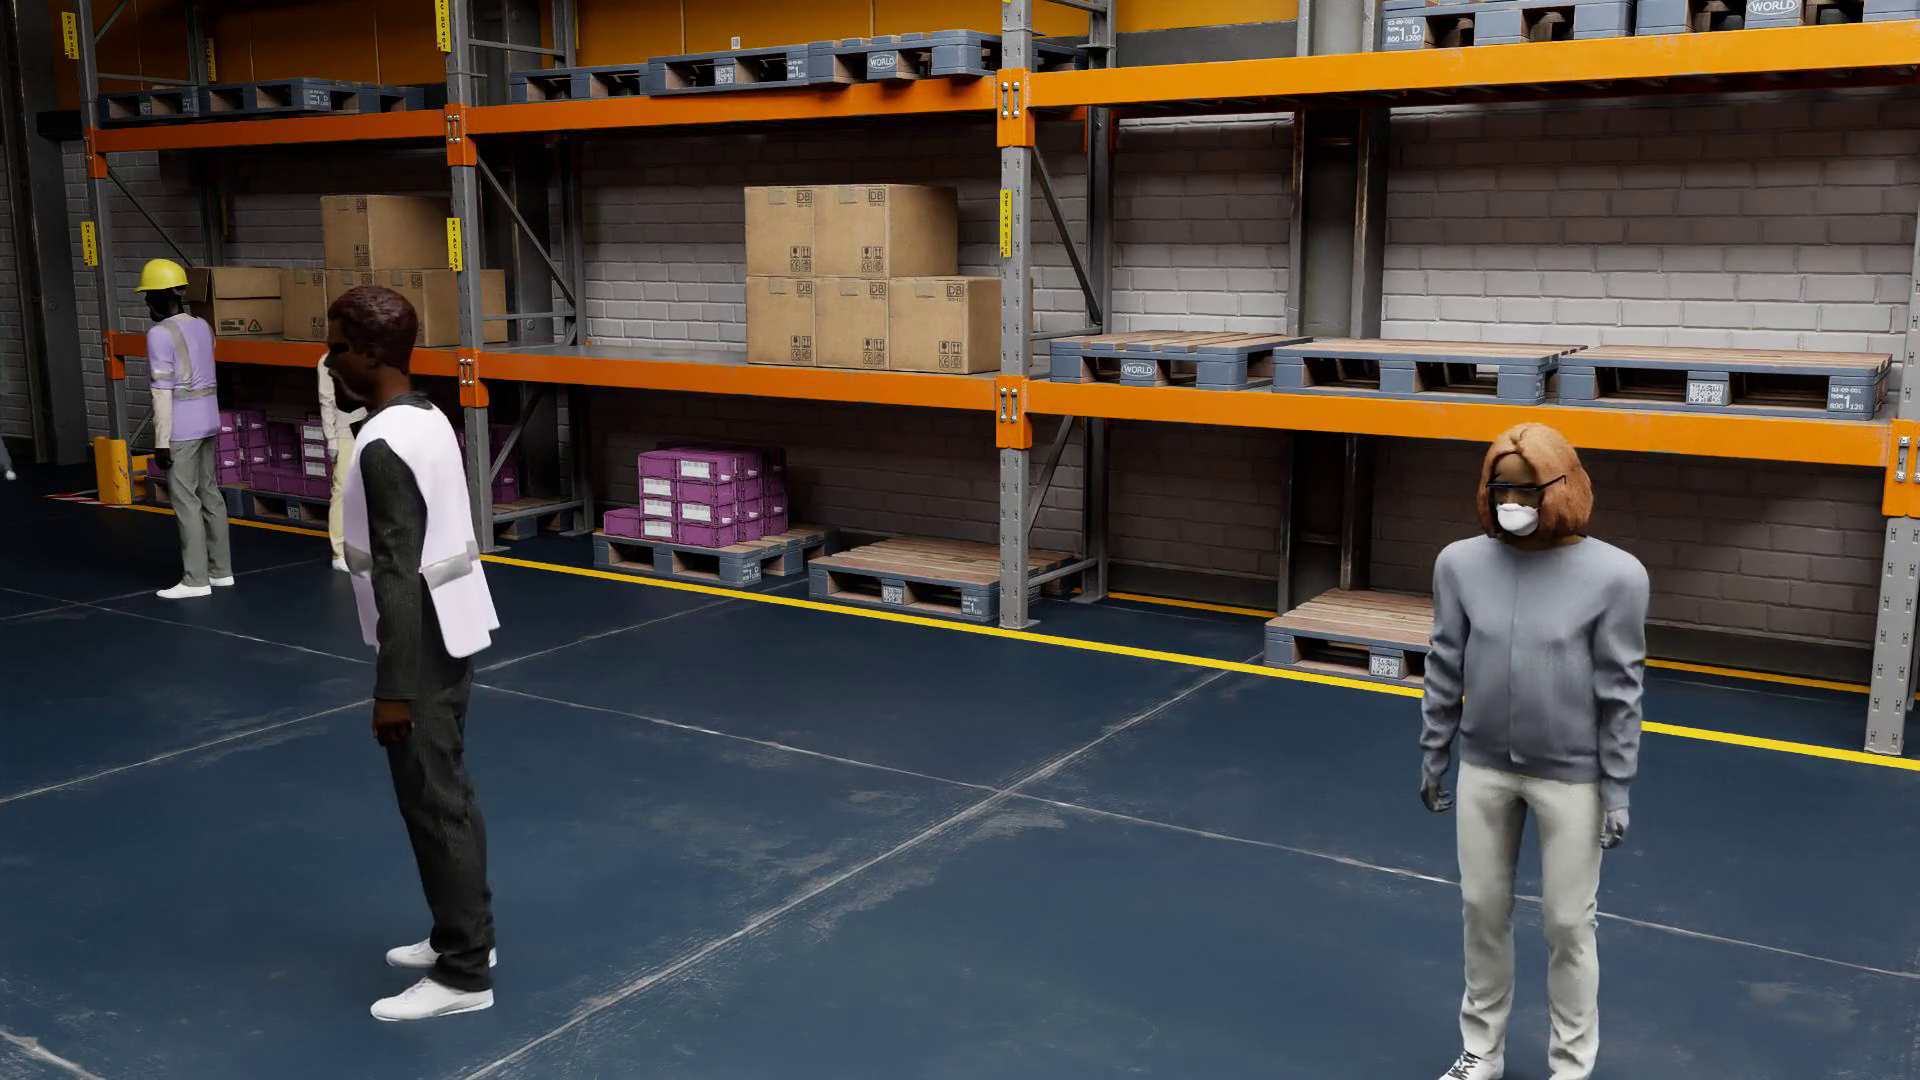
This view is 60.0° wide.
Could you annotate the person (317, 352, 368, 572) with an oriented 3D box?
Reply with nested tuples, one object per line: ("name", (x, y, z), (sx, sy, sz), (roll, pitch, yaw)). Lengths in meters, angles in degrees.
("person", (-3.712, -0.618, 10.215), (0.282, 1.626, 0.491), (4, 11, 23))

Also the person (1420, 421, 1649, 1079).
("person", (1.283, 0.540, 3.800), (0.503, 1.623, 0.298), (8, 13, 39))

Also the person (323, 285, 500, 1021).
("person", (-1.420, 0.296, 4.372), (0.402, 1.910, 0.595), (-2, 10, -10))

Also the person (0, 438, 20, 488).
("person", (-7.911, -1.171, 13.300), (0.404, 1.616, 0.552), (3, 11, 19))

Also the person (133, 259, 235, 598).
("person", (-4.428, -0.629, 9.459), (0.397, 1.918, 0.588), (0, 10, 3))
